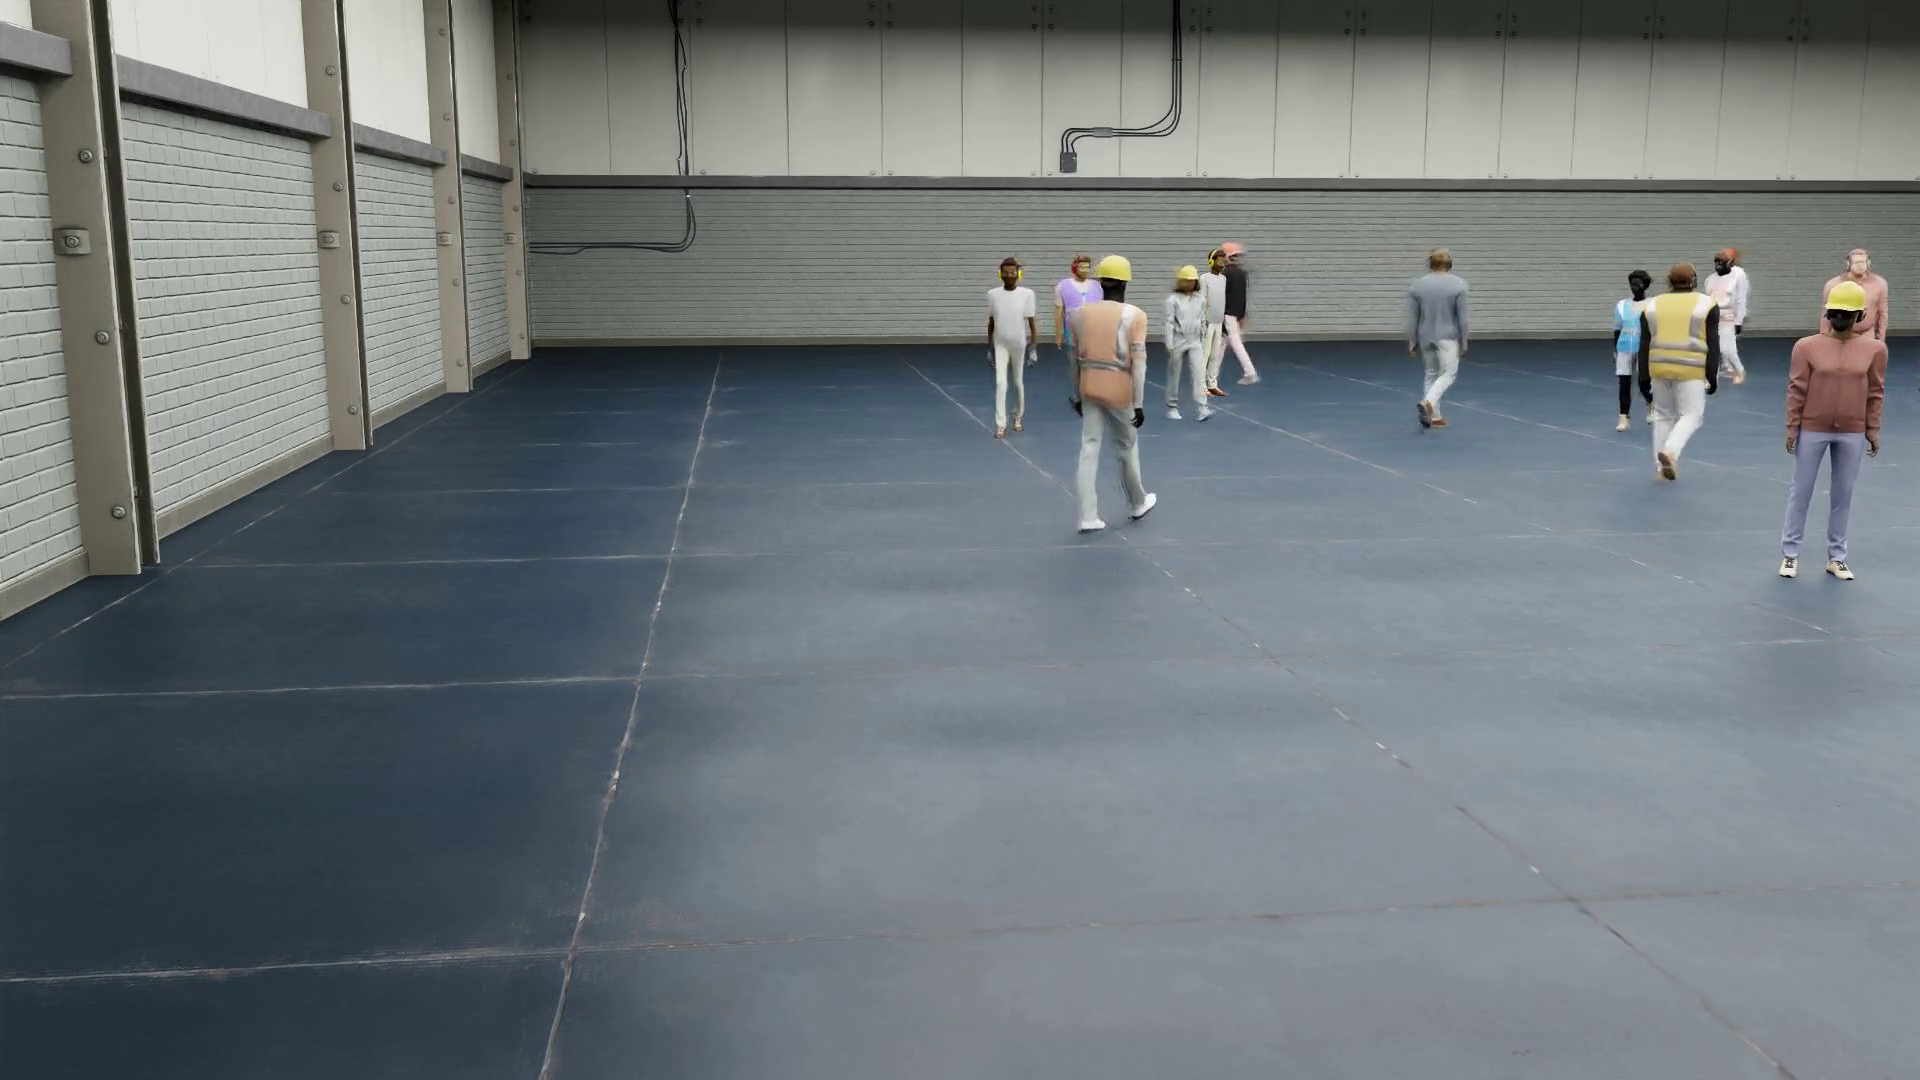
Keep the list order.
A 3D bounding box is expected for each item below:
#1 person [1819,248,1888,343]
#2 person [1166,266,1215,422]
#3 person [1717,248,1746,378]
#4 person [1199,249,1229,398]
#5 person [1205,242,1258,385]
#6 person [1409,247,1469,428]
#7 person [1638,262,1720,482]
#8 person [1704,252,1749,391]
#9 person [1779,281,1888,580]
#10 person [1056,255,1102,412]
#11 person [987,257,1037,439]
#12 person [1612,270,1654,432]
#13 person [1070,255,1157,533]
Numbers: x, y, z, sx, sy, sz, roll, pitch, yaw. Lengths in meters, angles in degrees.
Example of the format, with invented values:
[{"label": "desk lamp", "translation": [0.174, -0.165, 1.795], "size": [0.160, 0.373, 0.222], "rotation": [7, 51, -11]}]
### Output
[{"label": "person", "translation": [9.787, -2.239, 18.239], "size": [0.672, 1.892, 0.453], "rotation": [4, 11, 20]}, {"label": "person", "translation": [2.496, -2.132, 18.170], "size": [0.506, 1.693, 0.904], "rotation": [-3, 11, -16]}, {"label": "person", "translation": [11.010, -3.257, 23.906], "size": [0.606, 1.863, 0.569], "rotation": [-9, 14, -40]}, {"label": "person", "translation": [3.222, -2.741, 21.082], "size": [0.514, 1.866, 0.329], "rotation": [-10, 14, -43]}, {"label": "person", "translation": [3.732, -3.116, 22.918], "size": [1.019, 1.948, 0.615], "rotation": [8, 13, 36]}, {"label": "person", "translation": [4.971, -2.092, 17.374], "size": [0.639, 1.923, 0.739], "rotation": [9, 14, 41]}, {"label": "person", "translation": [5.829, -1.351, 13.577], "size": [0.629, 1.822, 0.624], "rotation": [10, 14, 43]}, {"label": "person", "translation": [10.069, -2.875, 21.909], "size": [0.591, 1.831, 0.631], "rotation": [-6, 12, -31]}, {"label": "person", "translation": [5.164, -0.639, 9.834], "size": [0.526, 1.765, 0.329], "rotation": [3, 11, 15]}, {"label": "person", "translation": [1.401, -2.412, 19.411], "size": [0.583, 1.818, 0.780], "rotation": [-4, 11, -19]}, {"label": "person", "translation": [0.537, -1.980, 17.047], "size": [0.534, 1.826, 0.971], "rotation": [2, 10, 8]}, {"label": "person", "translation": [7.065, -1.971, 17.339], "size": [0.547, 1.684, 0.502], "rotation": [9, 14, 42]}, {"label": "person", "translation": [1.075, -1.022, 11.591], "size": [0.617, 1.880, 0.944], "rotation": [6, 12, 30]}]
